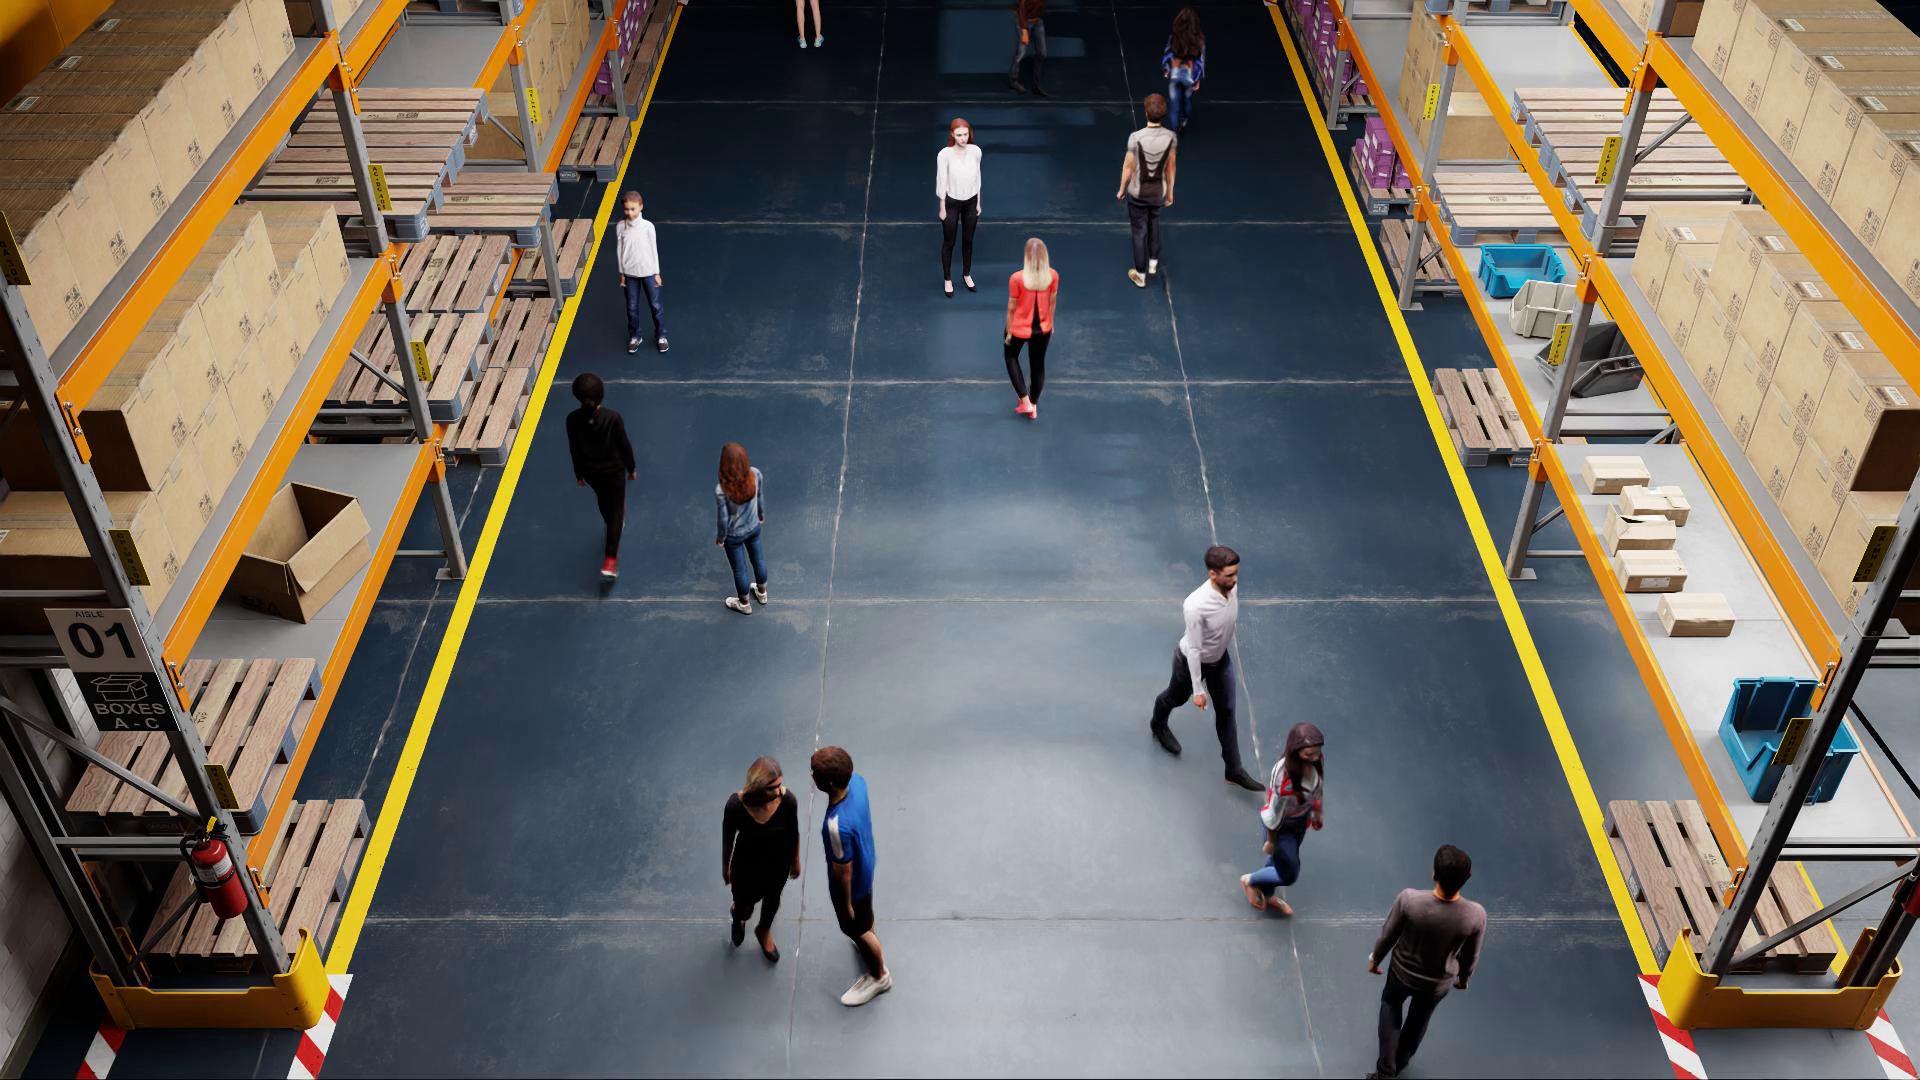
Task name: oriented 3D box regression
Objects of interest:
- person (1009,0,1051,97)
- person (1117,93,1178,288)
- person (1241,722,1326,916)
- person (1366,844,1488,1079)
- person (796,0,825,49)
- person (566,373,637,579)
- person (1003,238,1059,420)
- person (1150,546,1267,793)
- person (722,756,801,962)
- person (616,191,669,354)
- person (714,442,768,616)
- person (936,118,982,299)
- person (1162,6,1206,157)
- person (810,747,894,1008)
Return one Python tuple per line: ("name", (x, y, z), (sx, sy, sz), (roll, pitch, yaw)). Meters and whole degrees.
("person", (0.750, -5.974, 19.214), (0.976, 1.729, 0.914), (26, 46, 29))
("person", (1.797, -3.240, 15.673), (0.722, 1.877, 0.718), (-9, 39, -11))
("person", (1.855, 1.622, 9.803), (0.804, 1.605, 0.735), (26, 45, 29))
("person", (2.419, 2.341, 8.780), (0.830, 1.758, 0.896), (8, 39, 10))
("person", (-1.901, -6.939, 20.395), (0.615, 1.764, 0.610), (-4, 39, -5))
("person", (-2.663, -0.464, 12.384), (0.608, 1.643, 1.063), (1, 39, 2))
("person", (0.616, -1.711, 13.912), (0.703, 1.686, 0.742), (-12, 40, -14))
("person", (1.491, 0.745, 10.728), (1.128, 1.821, 1.273), (-26, 45, -28))
("person", (-1.153, 1.821, 9.508), (0.690, 1.662, 0.704), (-5, 39, -7))
("person", (-2.861, -2.414, 14.894), (0.531, 1.558, 0.517), (-1, 39, -1))
("person", (-1.580, -0.093, 12.053), (0.634, 1.477, 0.687), (-30, 47, -32))
("person", (-0.001, -3.130, 15.629), (0.663, 1.760, 0.633), (-15, 41, -18))
("person", (2.405, -4.960, 18.067), (0.670, 1.577, 1.029), (3, 39, 4))
("person", (-0.584, 1.866, 9.305), (0.758, 1.845, 0.556), (-6, 39, -8))
